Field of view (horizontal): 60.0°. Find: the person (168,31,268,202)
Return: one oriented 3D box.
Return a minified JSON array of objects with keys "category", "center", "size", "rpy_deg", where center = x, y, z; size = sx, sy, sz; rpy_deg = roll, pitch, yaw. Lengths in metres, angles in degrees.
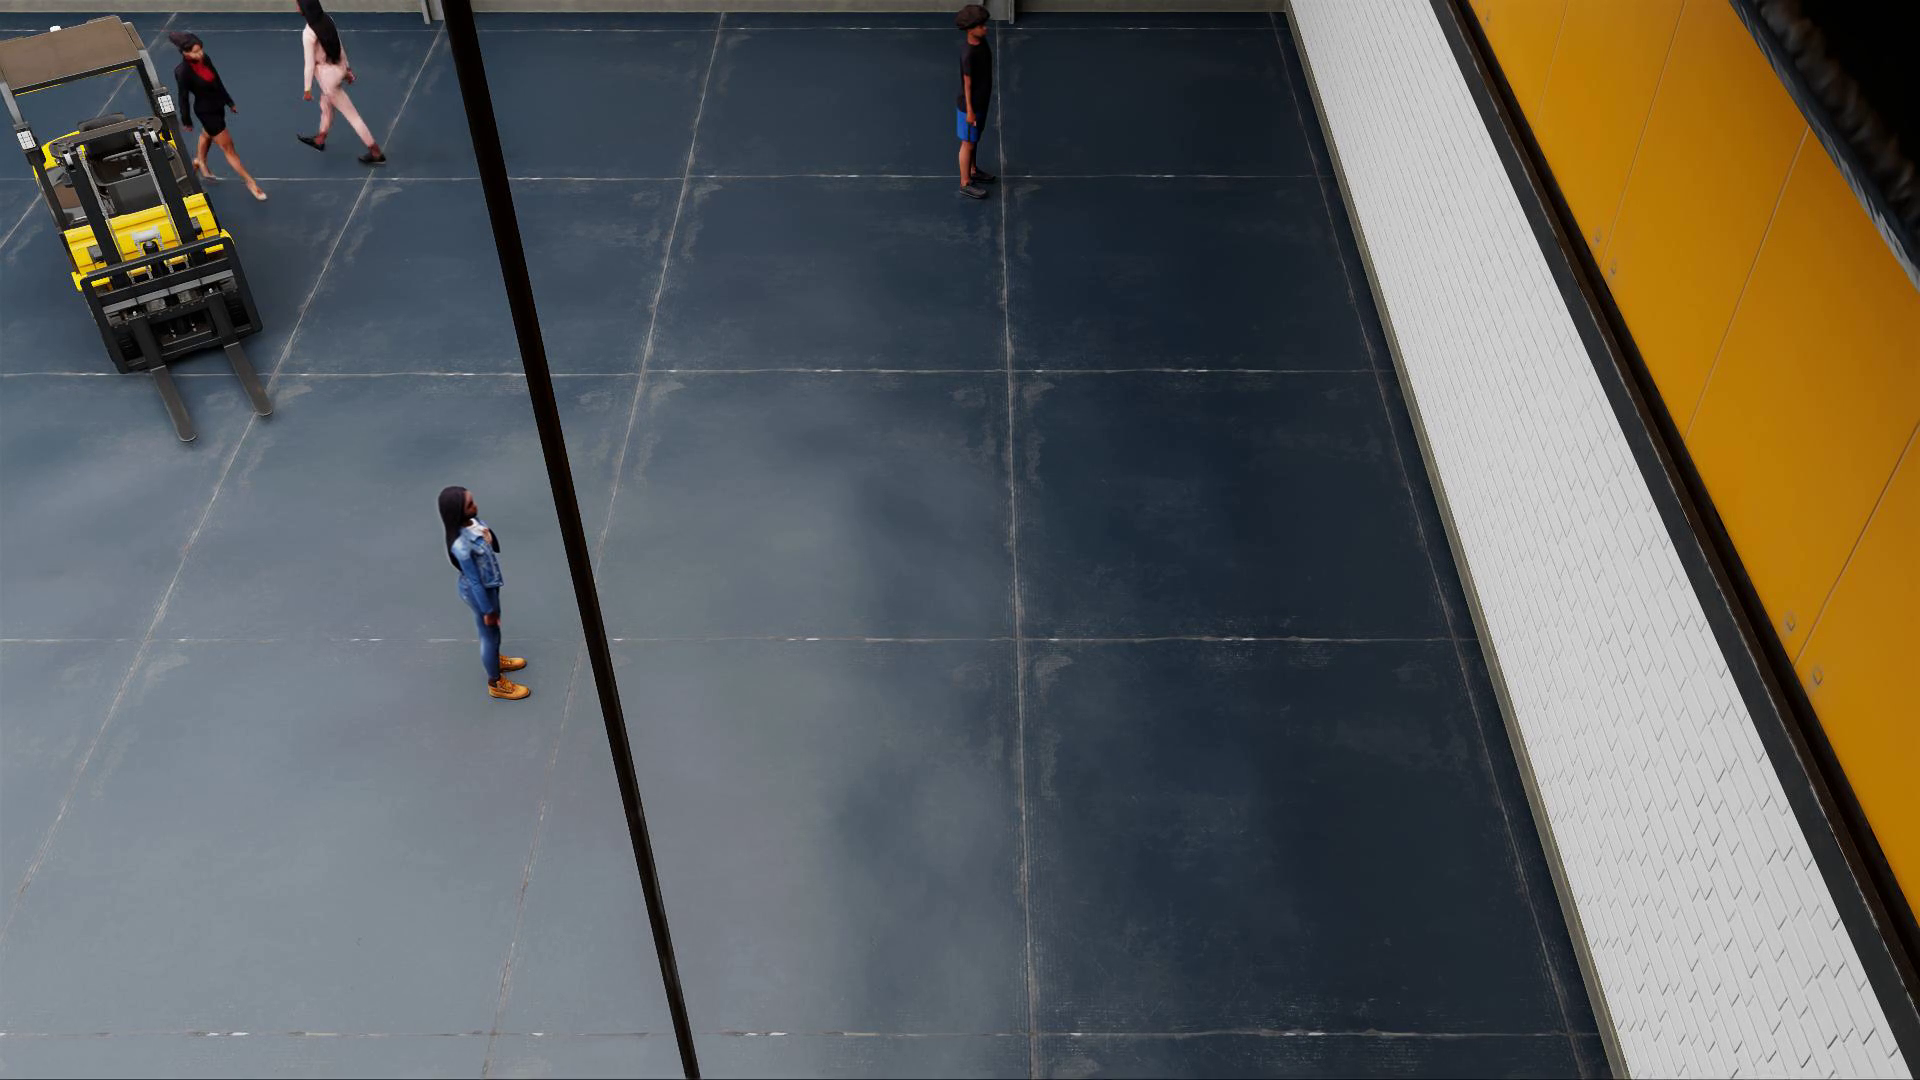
[{"category":"person","center":[-6.824,-3.822,15.005],"size":[1.113,1.597,0.817],"rpy_deg":[12,45,12]}]

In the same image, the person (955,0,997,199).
[{"category":"person","center":[0.117,-3.981,15.026],"size":[0.675,1.800,0.675],"rpy_deg":[12,45,12]}]

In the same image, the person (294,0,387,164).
[{"category":"person","center":[-5.709,-4.231,15.377],"size":[1.119,1.677,0.698],"rpy_deg":[4,44,5]}]

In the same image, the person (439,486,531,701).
[{"category":"person","center":[-3.048,0.315,10.581],"size":[0.602,1.712,0.661],"rpy_deg":[-10,44,-10]}]
